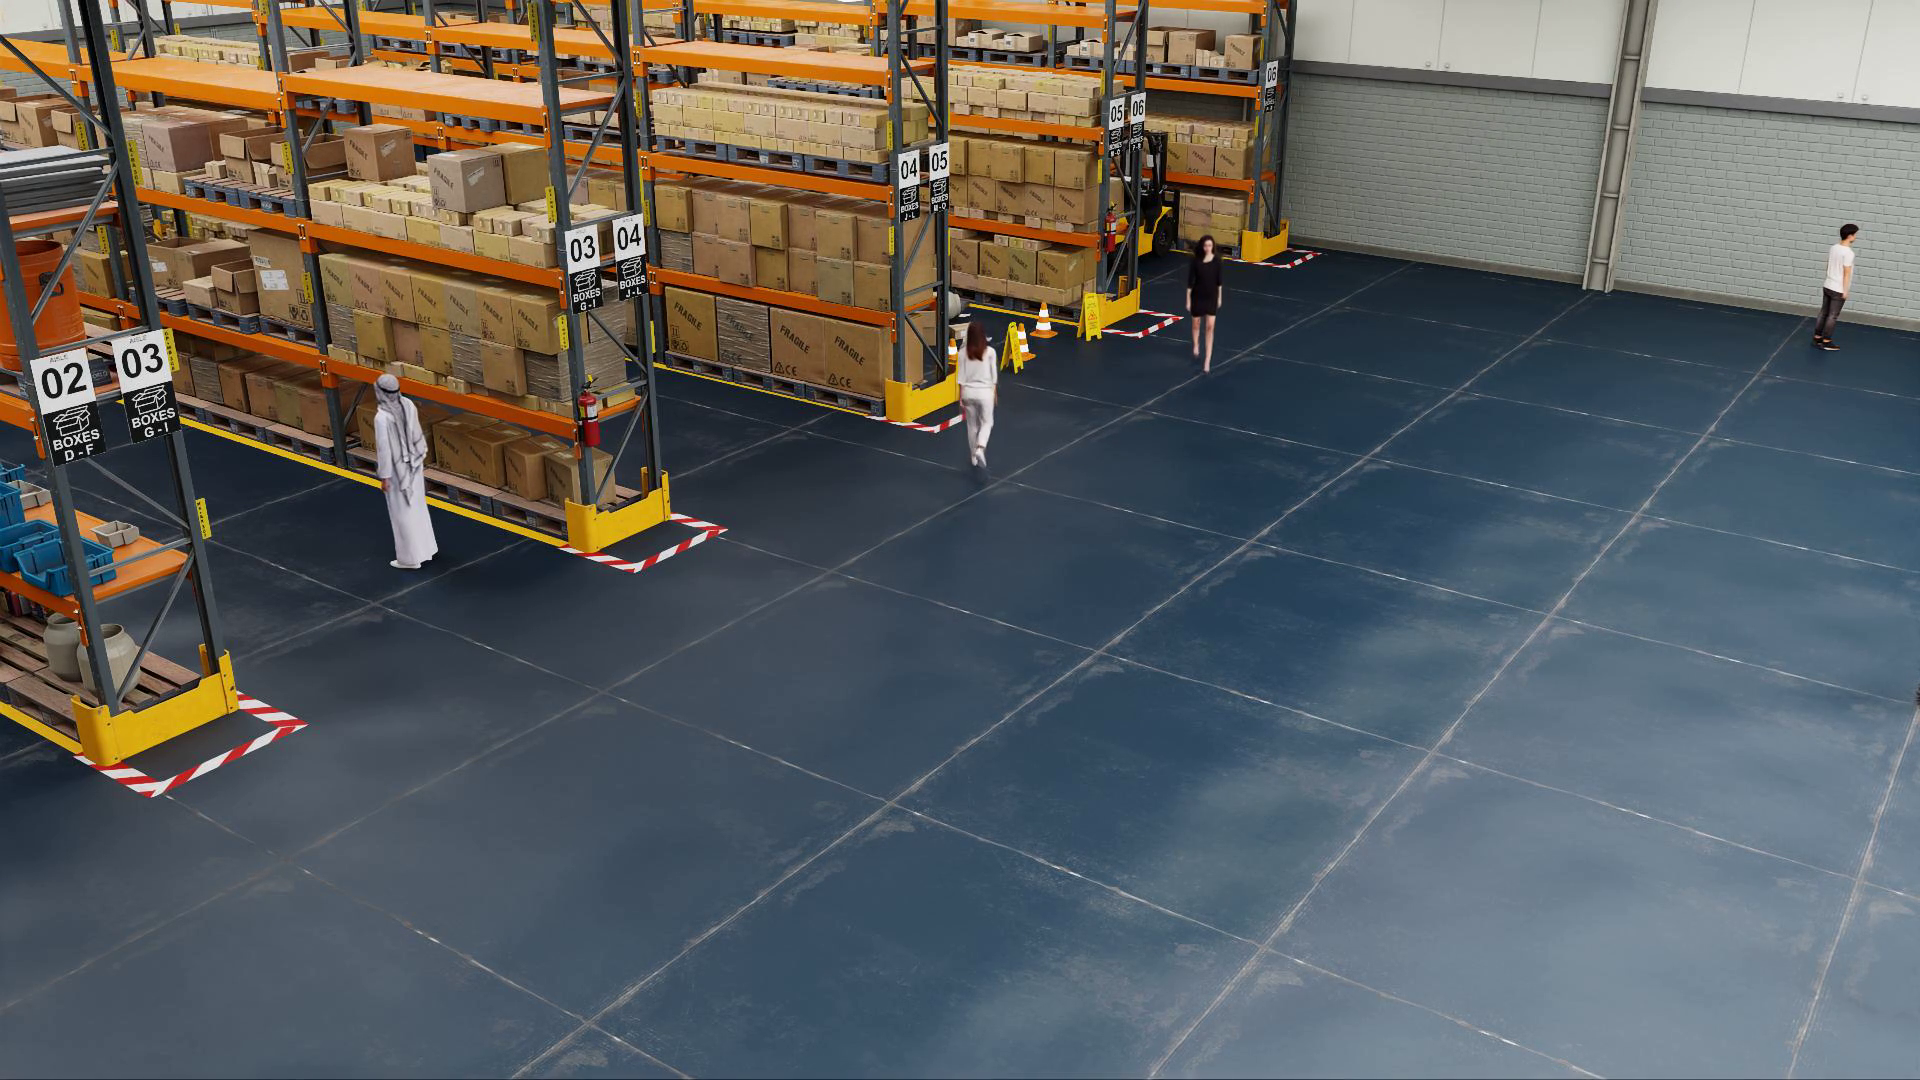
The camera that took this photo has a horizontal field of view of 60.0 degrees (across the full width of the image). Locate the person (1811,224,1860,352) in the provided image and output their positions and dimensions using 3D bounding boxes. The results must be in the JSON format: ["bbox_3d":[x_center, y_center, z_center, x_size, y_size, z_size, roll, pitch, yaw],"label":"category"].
[{"bbox_3d":[11.993,-3.481,22.762,0.725,1.721,0.698,-1,23,-3],"label":"person"}]

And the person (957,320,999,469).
[{"bbox_3d":[0.199,-1.575,18.340,0.909,1.674,0.885,3,23,7],"label":"person"}]

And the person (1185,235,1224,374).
[{"bbox_3d":[3.198,-3.125,21.882,1.161,1.756,1.046,2,23,6],"label":"person"}]

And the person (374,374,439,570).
[{"bbox_3d":[-5.322,-0.659,15.869,0.715,1.922,0.753,9,25,21],"label":"person"}]
